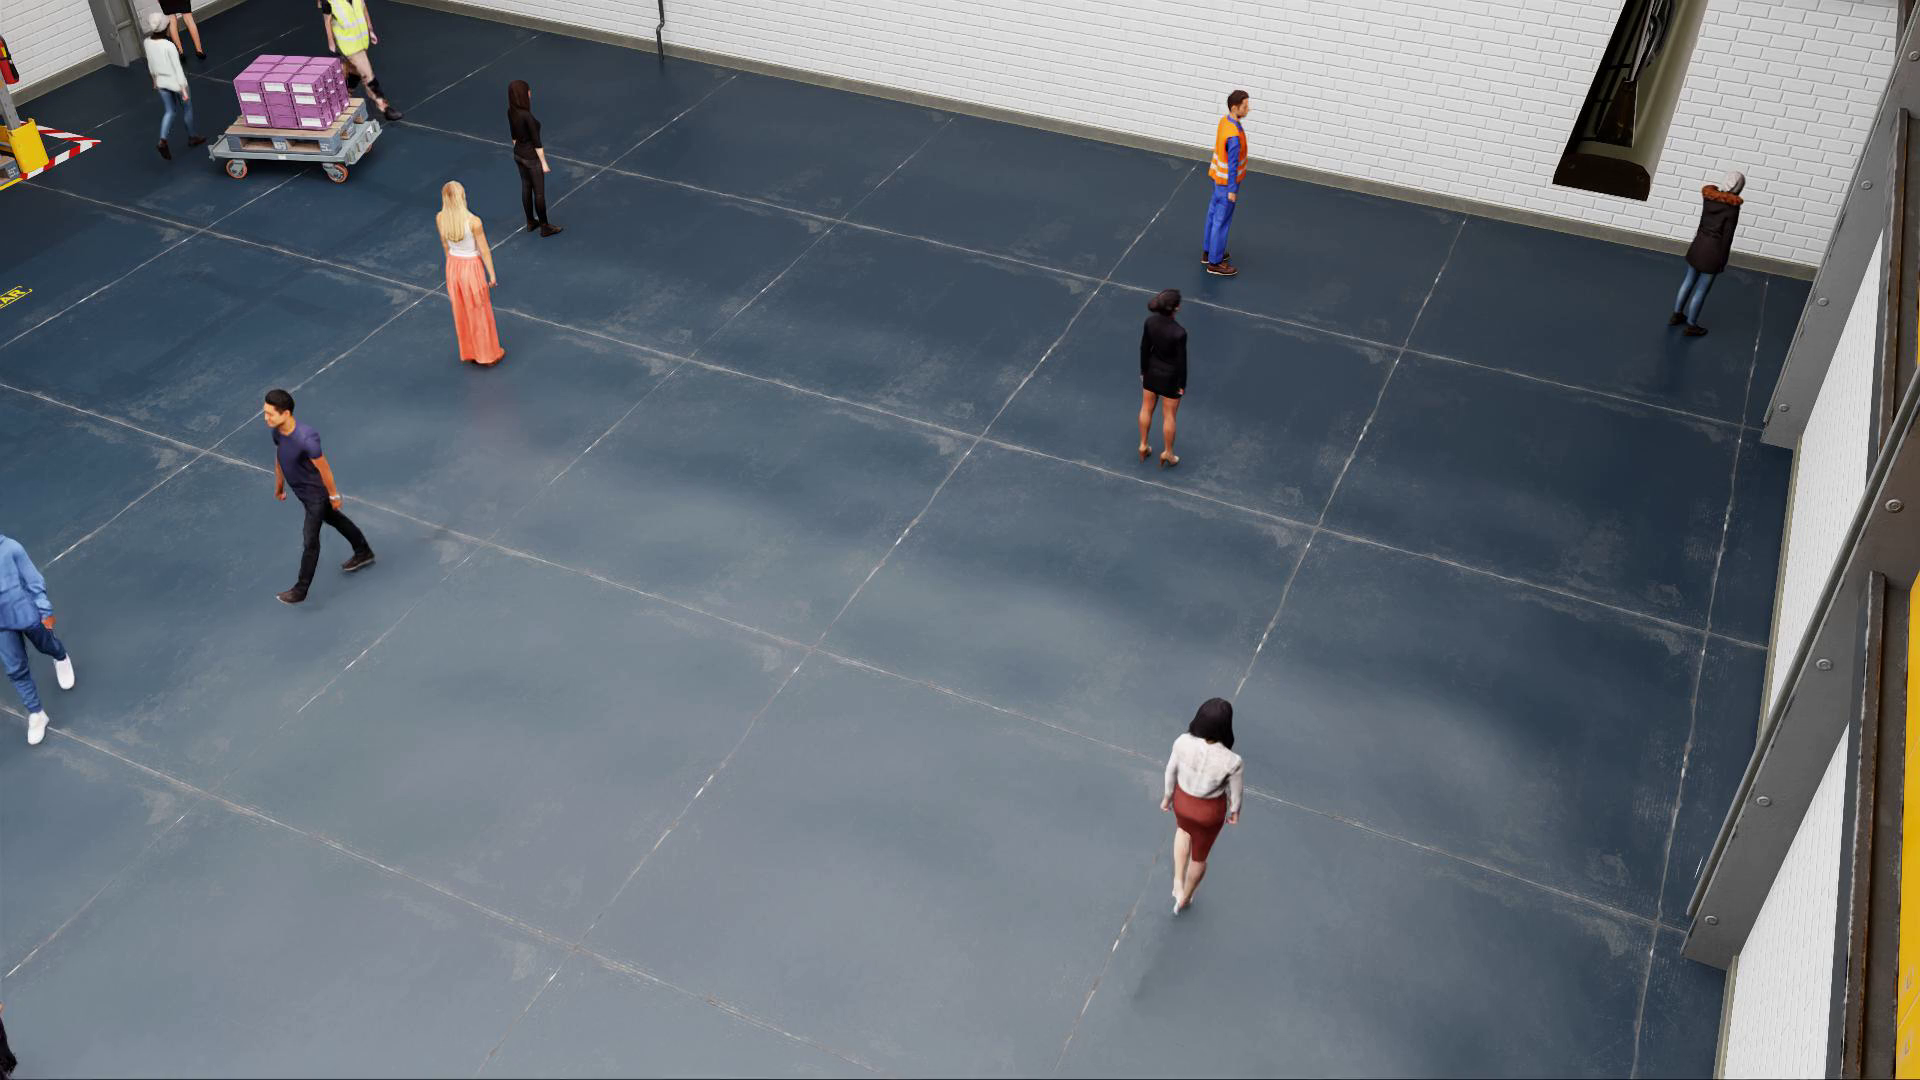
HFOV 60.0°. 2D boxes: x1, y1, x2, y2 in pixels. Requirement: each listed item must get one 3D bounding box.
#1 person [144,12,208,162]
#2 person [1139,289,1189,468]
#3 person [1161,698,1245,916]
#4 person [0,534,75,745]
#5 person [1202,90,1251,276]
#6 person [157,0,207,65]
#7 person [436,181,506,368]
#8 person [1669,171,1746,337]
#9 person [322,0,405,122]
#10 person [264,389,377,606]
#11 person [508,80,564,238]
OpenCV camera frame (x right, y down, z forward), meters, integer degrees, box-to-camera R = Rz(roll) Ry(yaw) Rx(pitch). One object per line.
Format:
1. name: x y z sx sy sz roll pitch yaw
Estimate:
1. person: -8.709 -4.961 18.282 0.729 1.609 1.068 8 39 10
2. person: 1.678 -1.331 13.711 0.622 1.640 0.641 24 45 27
3. person: 1.393 1.664 9.882 0.626 1.739 0.595 18 42 21
4. person: -6.463 0.448 11.368 1.085 1.785 1.159 -13 40 -16
5. person: 2.608 -3.510 16.263 0.842 1.861 0.716 -2 39 -3
6. person: -9.651 -6.675 20.373 0.602 1.677 0.654 -11 40 -14
7. person: -4.415 -2.368 14.880 0.651 1.804 0.609 12 40 15
8. person: 6.928 -2.666 15.389 0.791 1.633 0.725 -12 40 -14
9. person: -7.009 -5.703 19.071 0.769 1.784 1.157 15 41 18
10. person: -4.779 -0.404 12.469 0.874 1.744 1.174 28 46 30
11. person: -4.386 -3.881 16.903 0.614 1.642 0.569 26 45 29
